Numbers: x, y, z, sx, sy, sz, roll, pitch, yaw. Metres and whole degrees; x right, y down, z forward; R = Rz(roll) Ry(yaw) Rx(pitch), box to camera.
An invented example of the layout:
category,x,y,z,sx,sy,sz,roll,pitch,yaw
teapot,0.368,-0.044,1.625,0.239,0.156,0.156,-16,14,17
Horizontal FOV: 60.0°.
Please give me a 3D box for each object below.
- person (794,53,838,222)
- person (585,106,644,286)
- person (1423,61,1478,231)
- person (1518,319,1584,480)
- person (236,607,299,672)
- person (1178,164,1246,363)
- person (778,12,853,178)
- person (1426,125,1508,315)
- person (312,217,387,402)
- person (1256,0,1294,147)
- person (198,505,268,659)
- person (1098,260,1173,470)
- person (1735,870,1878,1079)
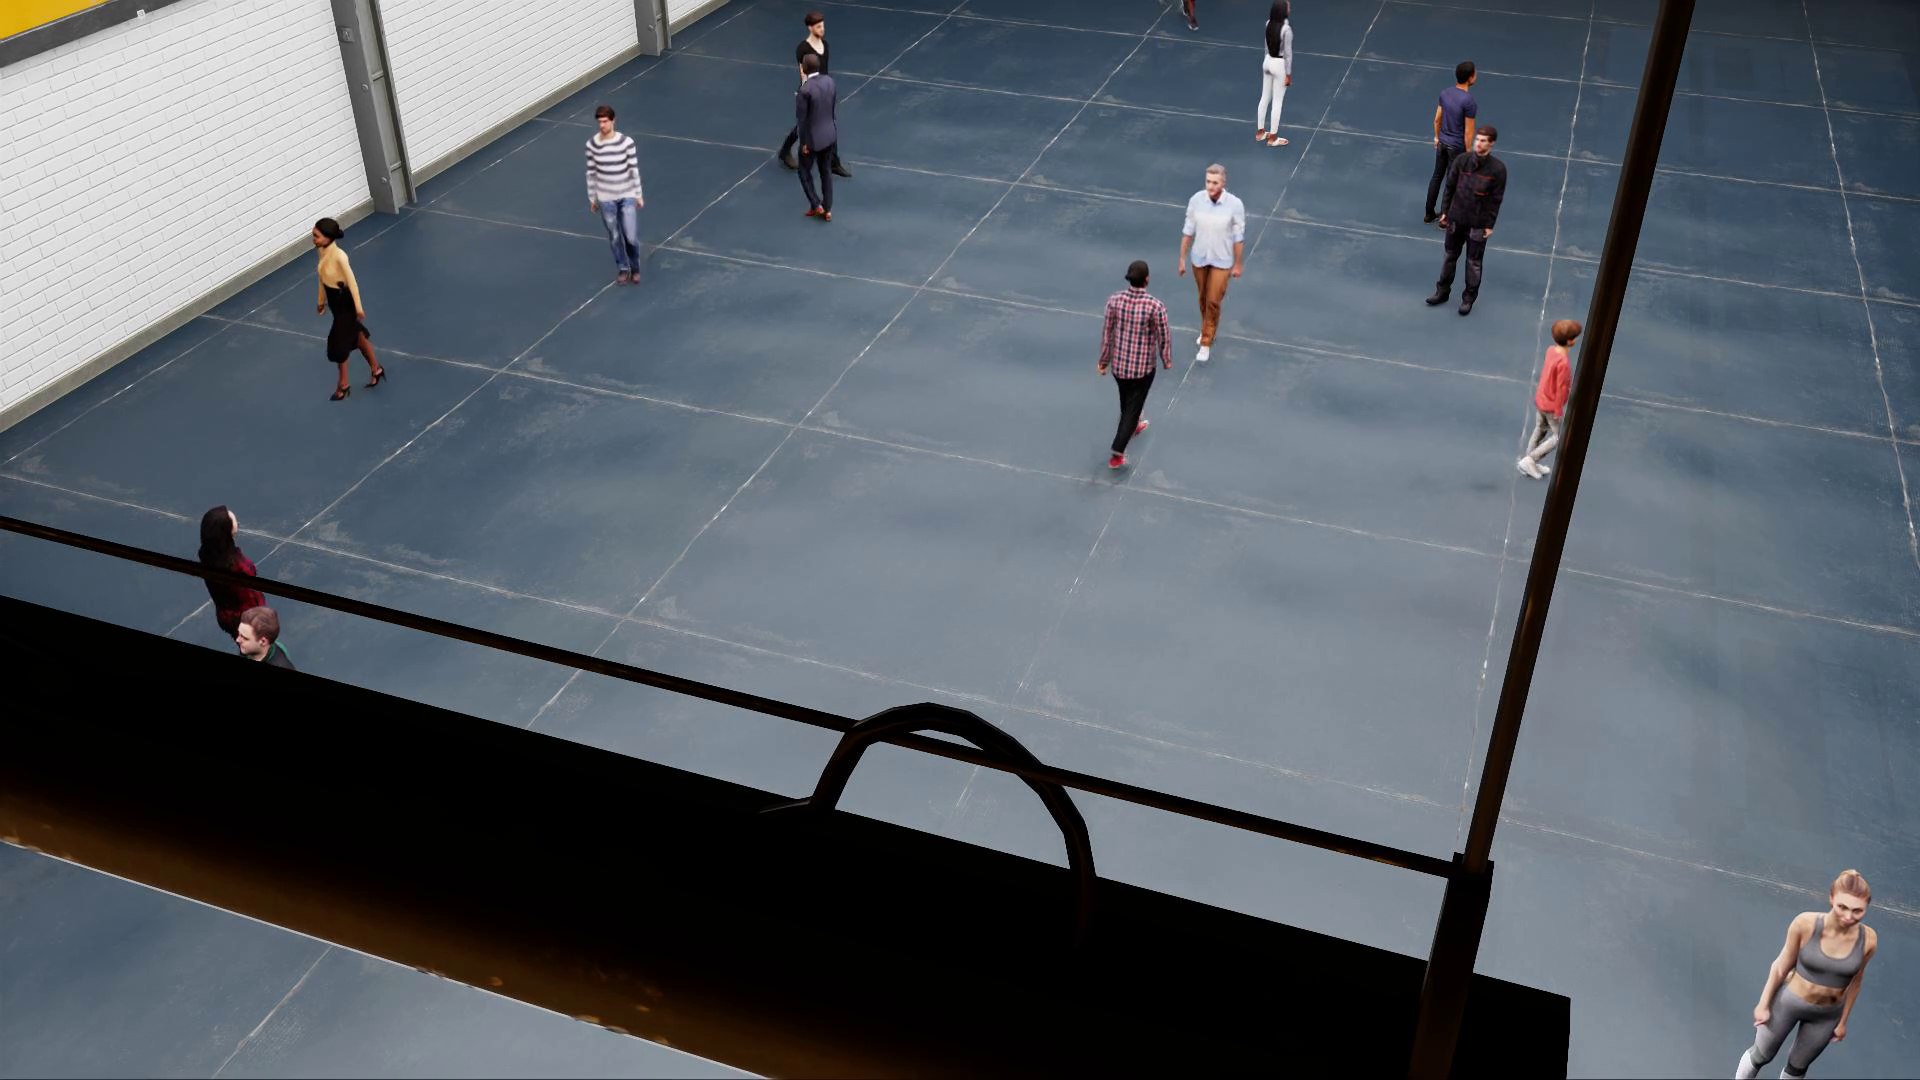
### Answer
category,x,y,z,sx,sy,sz,roll,pitch,yaw
person,-1.473,-4.260,17.761,0.739,1.808,0.869,-27,42,-34
person,-3.388,-3.432,16.490,0.782,1.837,0.797,0,34,0
person,5.229,-4.204,17.691,0.726,1.792,0.718,-21,39,-29
person,4.697,-1.115,13.388,0.690,1.410,0.609,-3,34,-4
person,-3.887,1.149,9.591,0.758,1.843,0.741,-26,41,-33
person,2.345,-2.610,15.287,0.790,1.800,1.003,16,37,23
person,-1.749,-5.062,18.926,0.987,1.855,1.245,22,40,30
person,4.901,-3.088,15.972,0.786,1.837,0.702,25,41,32
person,-5.330,-2.057,14.605,0.888,1.632,0.772,-28,43,-35
person,3.771,-5.599,19.851,0.718,1.724,0.669,-17,37,-23
person,-4.668,0.549,10.672,0.643,1.646,0.762,16,37,22
person,1.382,-1.400,13.520,0.868,1.739,1.173,18,38,25
person,4.082,2.260,8.046,0.590,1.704,0.566,8,34,12
